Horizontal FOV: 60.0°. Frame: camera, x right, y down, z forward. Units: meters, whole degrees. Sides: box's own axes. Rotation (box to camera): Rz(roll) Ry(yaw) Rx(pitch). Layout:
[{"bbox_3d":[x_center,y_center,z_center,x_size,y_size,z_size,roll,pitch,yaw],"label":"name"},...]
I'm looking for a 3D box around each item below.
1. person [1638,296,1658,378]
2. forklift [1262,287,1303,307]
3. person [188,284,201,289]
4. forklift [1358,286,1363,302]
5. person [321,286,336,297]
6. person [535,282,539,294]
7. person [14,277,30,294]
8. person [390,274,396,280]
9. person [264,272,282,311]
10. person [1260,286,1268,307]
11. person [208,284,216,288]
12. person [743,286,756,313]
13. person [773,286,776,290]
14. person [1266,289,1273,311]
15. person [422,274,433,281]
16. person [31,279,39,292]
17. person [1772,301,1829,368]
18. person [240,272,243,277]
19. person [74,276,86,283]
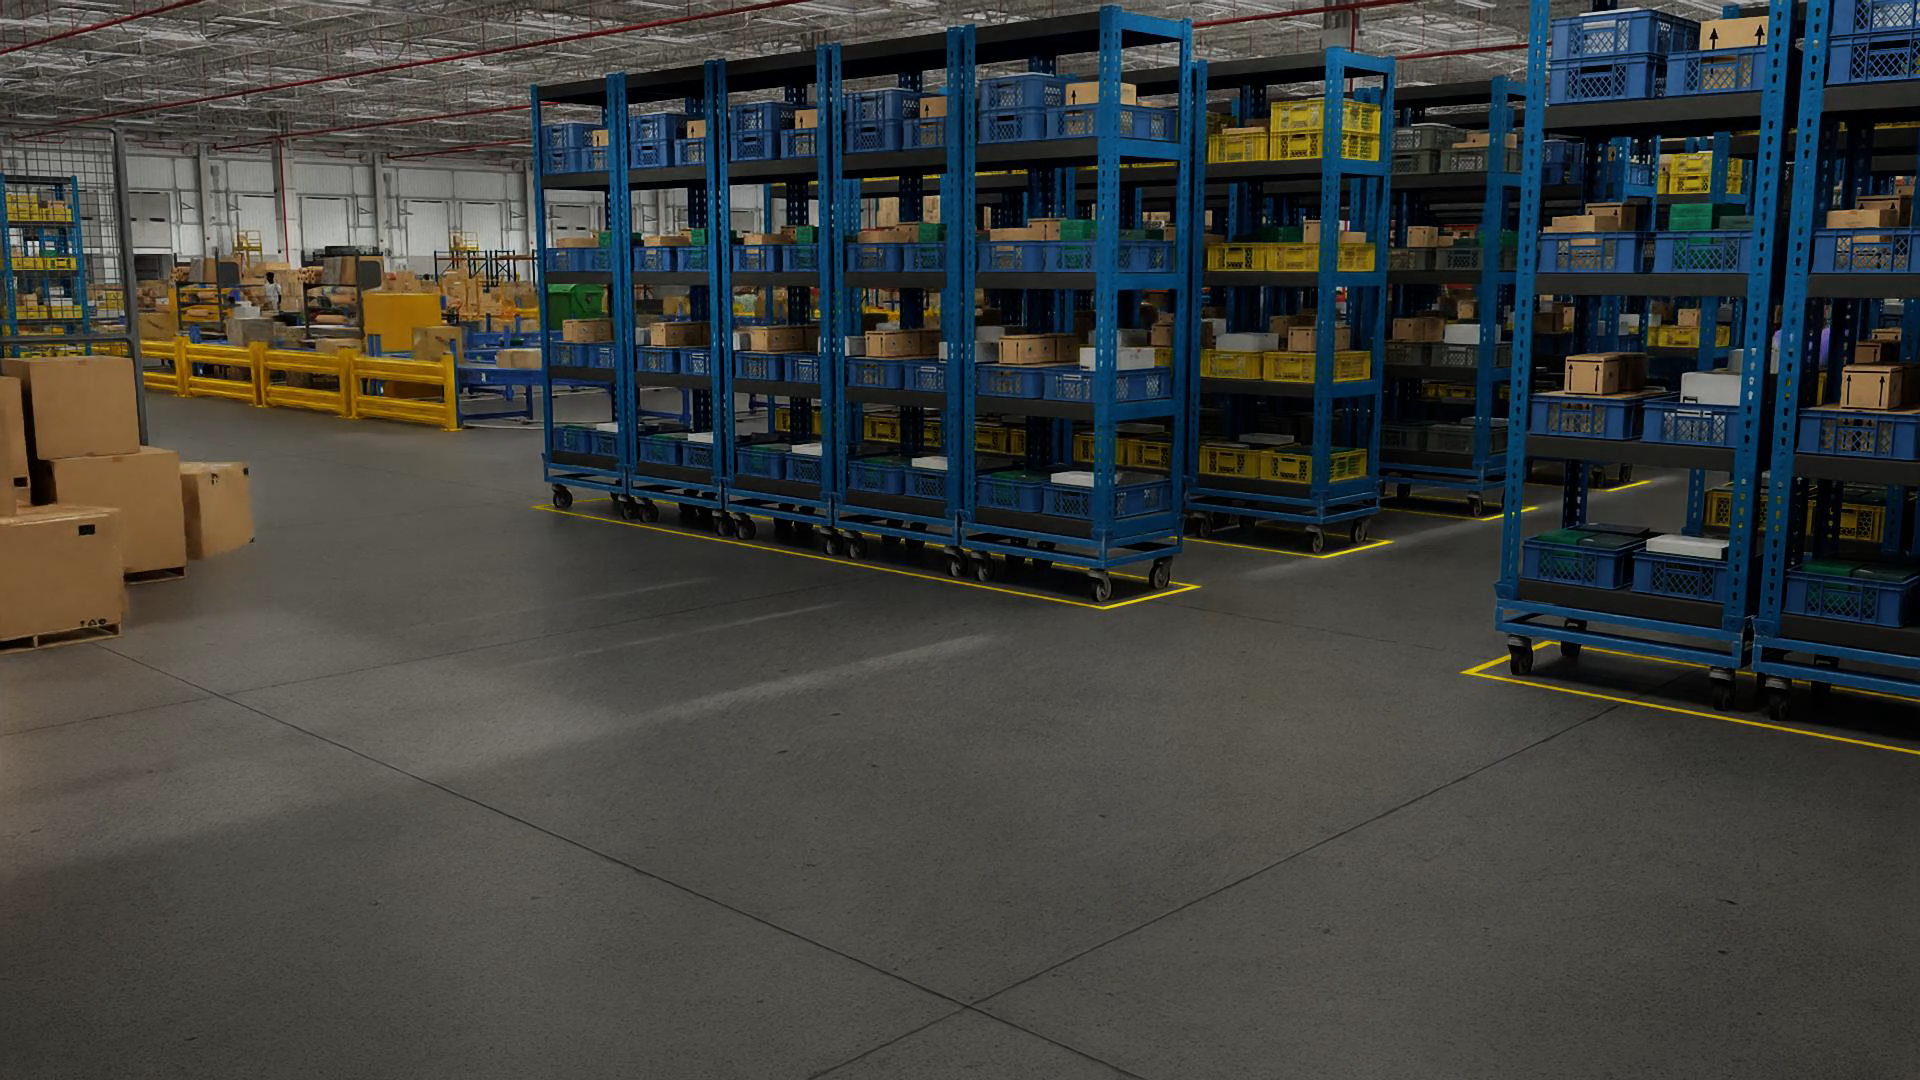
[{"bbox_3d":[10.010,-2.807,24.069,0.792,1.929,0.599,8,12,41],"label":"person"},{"bbox_3d":[10.769,-8.203,54.240,1.129,2.768,1.873,8,12,42],"label":"forklift"},{"bbox_3d":[-26.858,-8.449,58.701,0.579,1.908,0.810,4,10,21],"label":"person"},{"bbox_3d":[11.100,-7.017,46.970,1.873,2.768,1.129,9,13,43],"label":"forklift"},{"bbox_3d":[-23.887,-9.093,62.807,0.608,1.859,1.020,4,10,25],"label":"person"},{"bbox_3d":[-16.107,-9.302,64.065,0.534,1.871,0.315,3,10,16],"label":"person"},{"bbox_3d":[-31.331,-7.893,55.579,0.555,1.818,0.961,-7,11,-36],"label":"person"},{"bbox_3d":[-19.049,-8.019,56.110,0.570,1.888,0.949,7,12,37],"label":"person"},{"bbox_3d":[-22.100,-7.617,53.441,0.613,1.965,0.361,2,9,11],"label":"person"},{"bbox_3d":[10.127,-7.995,55.955,0.539,1.909,0.402,8,12,39],"label":"person"},{"bbox_3d":[-36.697,-12.193,81.630,0.383,1.924,0.589,0,9,2],"label":"person"},{"bbox_3d":[-6.253,-6.780,49.408,0.660,1.612,0.512,8,12,42],"label":"person"},{"bbox_3d":[-8.726,-11.295,77.021,0.547,1.621,0.487,-6,11,-31],"label":"person"},{"bbox_3d":[7.734,-5.492,41.103,0.524,1.747,0.635,7,12,37],"label":"person"},{"bbox_3d":[-25.933,-12.048,81.009,0.619,1.840,0.430,0,9,2],"label":"person"},{"bbox_3d":[-30.403,-7.732,54.862,0.836,1.732,0.531,-9,13,-43],"label":"person"},{"bbox_3d":[7.856,-1.354,15.594,0.989,1.796,0.570,-8,12,-40],"label":"person"},{"bbox_3d":[-37.176,-12.949,86.219,0.552,1.937,0.356,8,12,41],"label":"person"},{"bbox_3d":[-45.076,-12.828,85.304,0.396,1.993,0.617,5,10,26],"label":"person"}]
